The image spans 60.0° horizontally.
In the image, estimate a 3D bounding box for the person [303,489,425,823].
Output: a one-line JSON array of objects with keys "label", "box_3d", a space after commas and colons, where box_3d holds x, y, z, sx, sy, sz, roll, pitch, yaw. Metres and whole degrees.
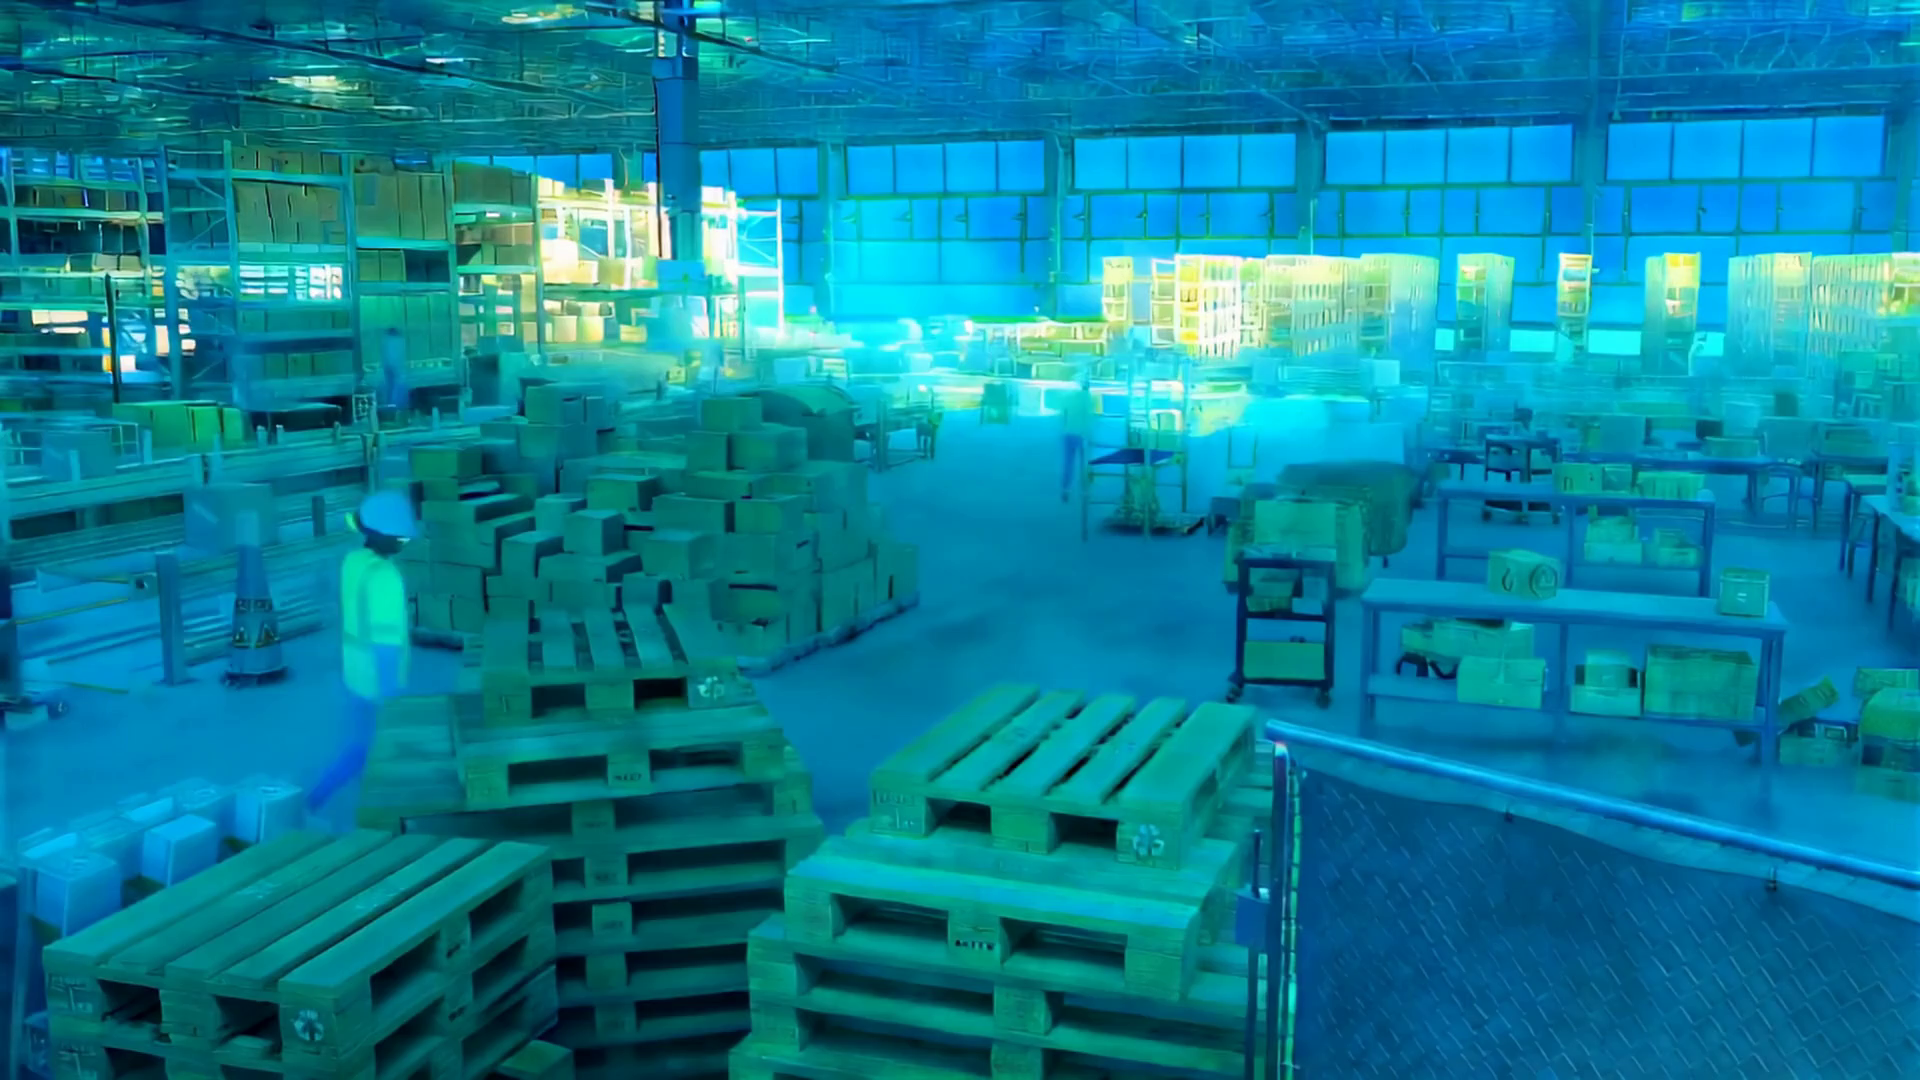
[{"label": "person", "box_3d": [-3.019, 0.711, 8.444, 0.935, 1.981, 0.648, -8, 12, -39]}]

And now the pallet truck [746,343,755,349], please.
[{"label": "pallet truck", "box_3d": [-6.183, -4.618, 44.264, 1.601, 1.201, 0.680, -9, 12, -43]}]

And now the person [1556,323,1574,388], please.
[{"label": "person", "box_3d": [14.693, -4.325, 40.344, 0.436, 1.888, 0.667, 5, 11, 30]}]

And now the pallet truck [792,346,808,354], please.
[{"label": "pallet truck", "box_3d": [-3.705, -4.298, 42.022, 0.653, 1.274, 1.630, 3, 10, 20]}]

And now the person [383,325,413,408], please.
[{"label": "person", "box_3d": [-12.951, -3.967, 38.122, 0.359, 1.895, 0.728, 5, 10, 29]}]

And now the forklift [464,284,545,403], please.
[{"label": "forklift", "box_3d": [-10.832, -4.702, 39.610, 1.129, 2.768, 1.873, 3, 10, 20]}]

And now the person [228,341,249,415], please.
[{"label": "person", "box_3d": [-15.668, -3.509, 36.057, 0.513, 1.613, 0.449, 6, 11, 32]}]

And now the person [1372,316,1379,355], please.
[{"label": "person", "box_3d": [13.110, -6.331, 52.663, 0.414, 1.985, 0.612, 3, 10, 20]}]

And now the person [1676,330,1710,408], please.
[{"label": "person", "box_3d": [16.882, -3.900, 38.014, 0.922, 1.782, 0.616, 3, 10, 19]}]

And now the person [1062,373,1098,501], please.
[{"label": "person", "box_3d": [1.596, -1.394, 22.445, 0.527, 1.731, 0.870, 4, 10, 21]}]
